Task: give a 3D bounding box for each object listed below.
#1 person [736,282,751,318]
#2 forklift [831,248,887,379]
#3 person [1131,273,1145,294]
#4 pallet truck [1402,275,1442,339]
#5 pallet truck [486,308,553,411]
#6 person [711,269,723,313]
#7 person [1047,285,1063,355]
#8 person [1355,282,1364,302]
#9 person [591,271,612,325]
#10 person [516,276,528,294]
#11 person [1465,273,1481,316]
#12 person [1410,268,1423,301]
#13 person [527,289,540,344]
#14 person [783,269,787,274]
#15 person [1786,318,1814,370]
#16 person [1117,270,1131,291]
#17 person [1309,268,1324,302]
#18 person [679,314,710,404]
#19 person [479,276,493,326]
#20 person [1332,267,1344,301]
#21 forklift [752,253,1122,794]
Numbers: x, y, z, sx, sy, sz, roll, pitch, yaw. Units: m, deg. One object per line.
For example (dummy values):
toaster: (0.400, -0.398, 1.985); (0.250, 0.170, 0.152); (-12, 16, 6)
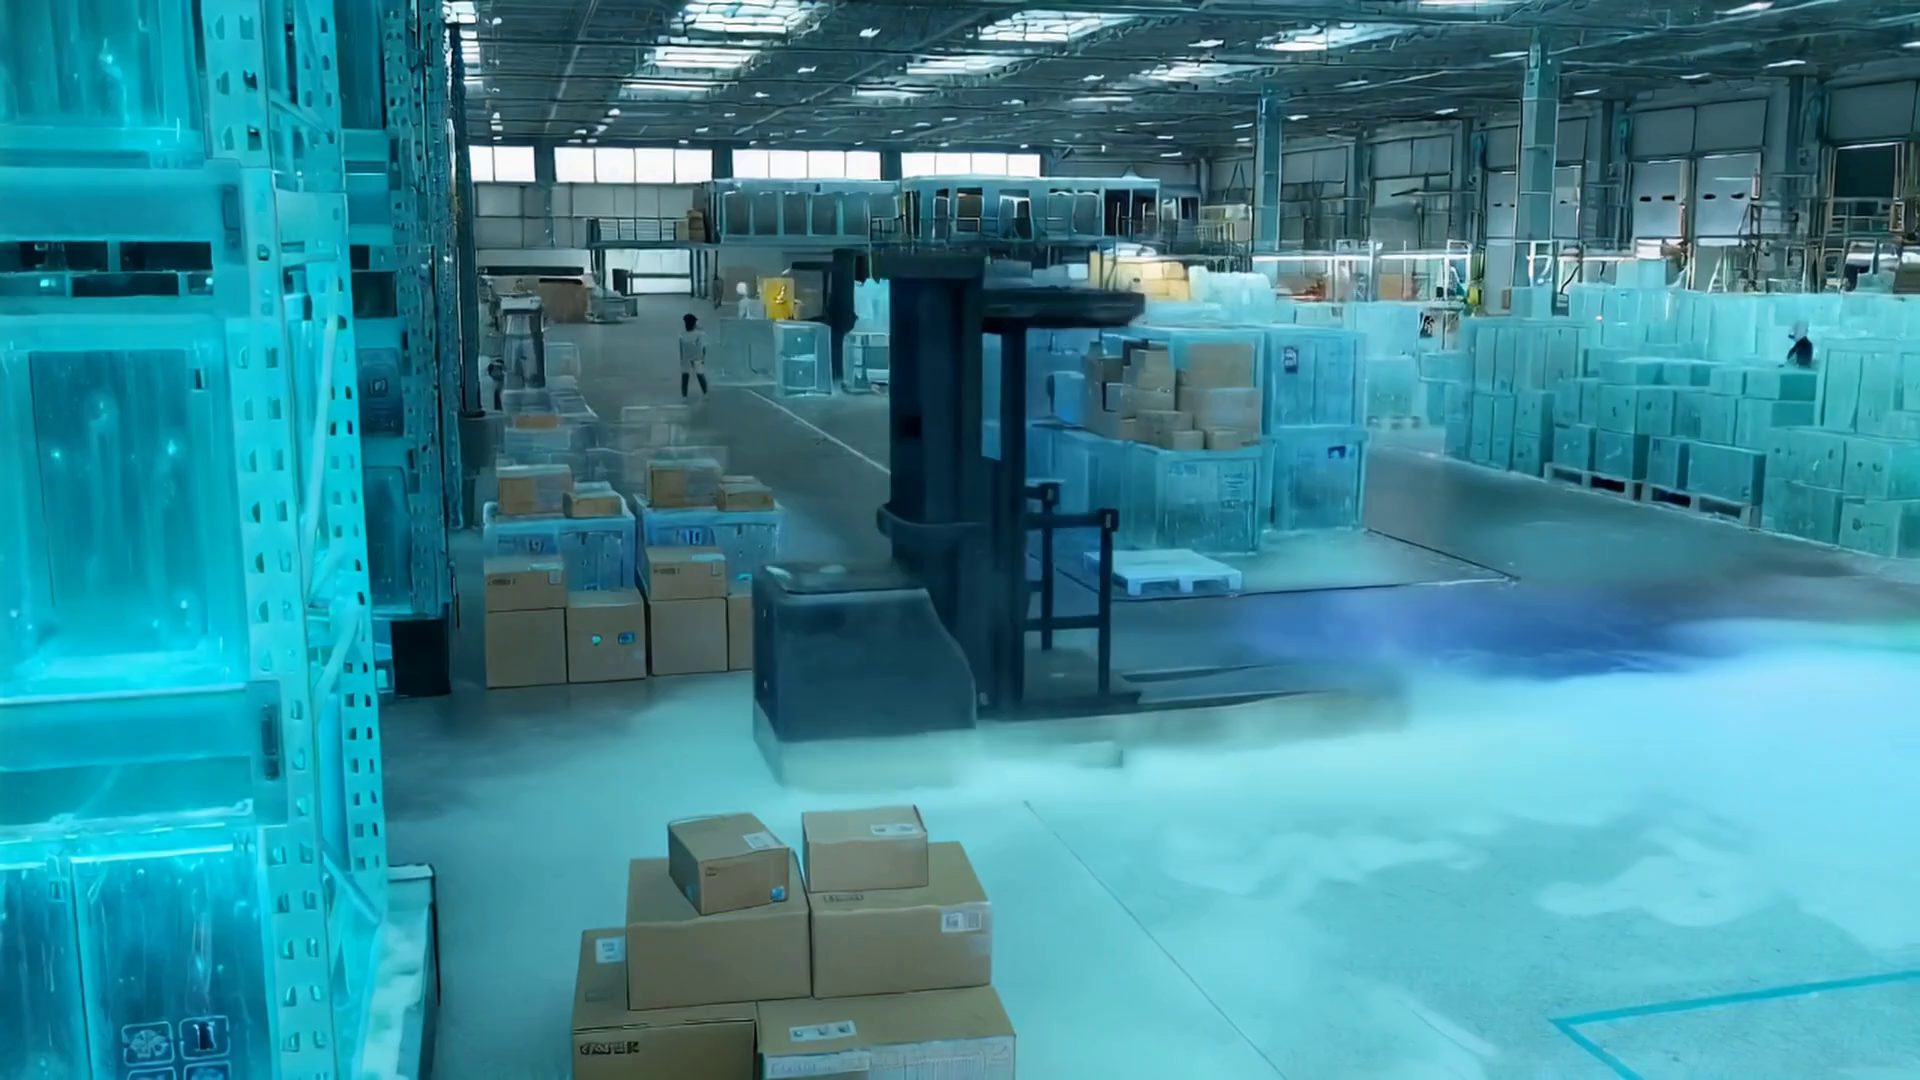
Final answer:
person: (-5.660, -5.907, 44.338); (0.882, 1.931, 0.600); (-3, 10, -16)
forklift: (-2.476, -4.858, 35.683); (1.873, 2.768, 1.129); (-3, 10, -15)
person: (6.253, -8.426, 58.618); (0.597, 1.914, 0.485); (-5, 11, -28)
pallet truck: (14.620, -7.324, 52.145); (0.823, 1.965, 1.885); (8, 13, 40)
pallet truck: (-6.242, -2.418, 24.362); (0.823, 1.965, 1.885); (1, 10, 3)
person: (-10.590, -10.837, 72.363); (0.577, 1.883, 0.359); (4, 11, 22)
person: (2.498, -5.830, 44.092); (0.331, 1.860, 0.543); (-8, 13, -39)
person: (11.550, -6.629, 48.677); (0.578, 1.831, 0.932); (-8, 13, -39)
person: (-13.102, -8.795, 60.555); (0.637, 1.969, 0.633); (-2, 10, -12)
person: (-17.276, -9.574, 65.695); (0.527, 1.713, 0.562); (-7, 12, -36)
person: (18.387, -8.594, 59.579); (0.584, 1.918, 0.408); (-1, 10, -8)
person: (20.917, -11.532, 76.245); (0.635, 1.900, 0.539); (6, 12, 33)
person: (-12.617, -6.628, 49.265); (0.348, 1.623, 0.558); (3, 11, 18)
person: (-8.266, -11.881, 78.533); (0.951, 1.799, 0.524); (6, 11, 29)
person: (10.867, -1.900, 21.600); (0.376, 1.940, 0.629); (6, 11, 29)
person: (5.675, -8.406, 58.150); (0.537, 2.000, 0.682); (4, 11, 20)
person: (16.372, -11.585, 76.585); (0.753, 1.900, 0.488); (2, 10, 13)
person: (-4.828, -3.273, 30.188); (0.539, 1.653, 0.878); (2, 10, 14)
person: (-17.023, -8.603, 59.887); (0.588, 1.823, 0.403); (7, 12, 36)
person: (19.741, -13.373, 86.843); (0.634, 1.839, 0.429); (6, 11, 29)
forklift: (-0.167, -0.163, 9.098); (1.873, 2.768, 1.129); (-3, 10, -15)
